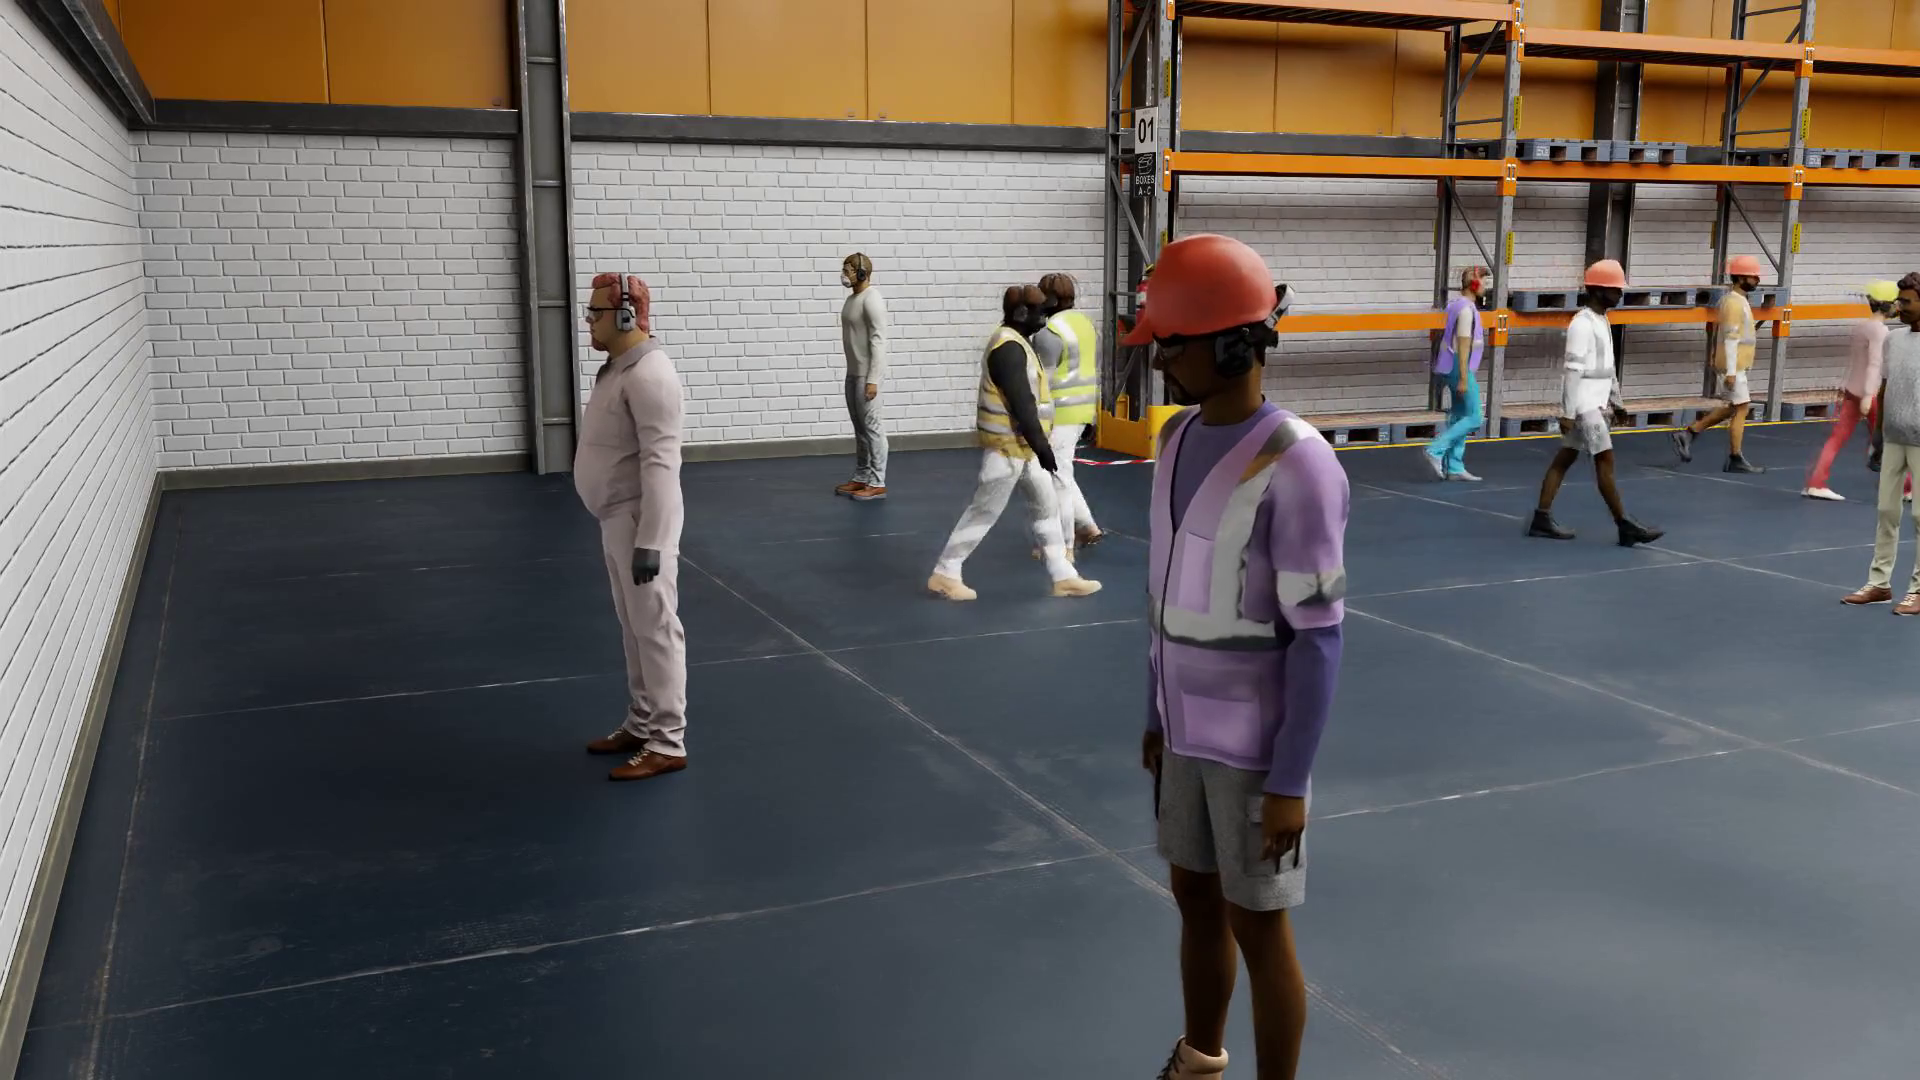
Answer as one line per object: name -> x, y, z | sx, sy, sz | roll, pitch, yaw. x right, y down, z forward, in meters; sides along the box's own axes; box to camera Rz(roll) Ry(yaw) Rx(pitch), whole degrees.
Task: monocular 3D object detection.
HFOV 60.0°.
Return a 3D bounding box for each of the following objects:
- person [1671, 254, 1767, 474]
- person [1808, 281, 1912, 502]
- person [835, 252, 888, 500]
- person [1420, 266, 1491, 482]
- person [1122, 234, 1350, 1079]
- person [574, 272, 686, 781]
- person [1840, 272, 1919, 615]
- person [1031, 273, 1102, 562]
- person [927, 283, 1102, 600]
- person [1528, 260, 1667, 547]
person -> 6.710, -1.538, 14.583 | 0.717, 1.919, 0.549 | 6, 12, 29
person -> 7.098, -1.132, 12.851 | 0.941, 1.706, 0.547 | 2, 10, 12
person -> -0.762, -1.286, 13.108 | 0.376, 1.940, 0.629 | -4, 11, -22
person -> 4.200, -1.383, 13.977 | 0.459, 1.823, 0.569 | 2, 10, 10
person -> 0.532, 0.396, 3.467 | 0.403, 2.035, 0.609 | -4, 11, -22
person -> -1.253, -0.050, 6.311 | 0.399, 1.909, 0.642 | -4, 11, -22
person -> 5.178, -0.520, 9.057 | 0.332, 1.864, 0.514 | -4, 11, -22
person -> 0.629, -0.761, 10.506 | 0.437, 1.830, 0.643 | 5, 11, 26
person -> 0.281, -0.541, 9.362 | 0.962, 1.803, 0.624 | 2, 10, 11
person -> 4.304, -0.907, 11.102 | 0.952, 1.889, 0.562 | 6, 12, 28
